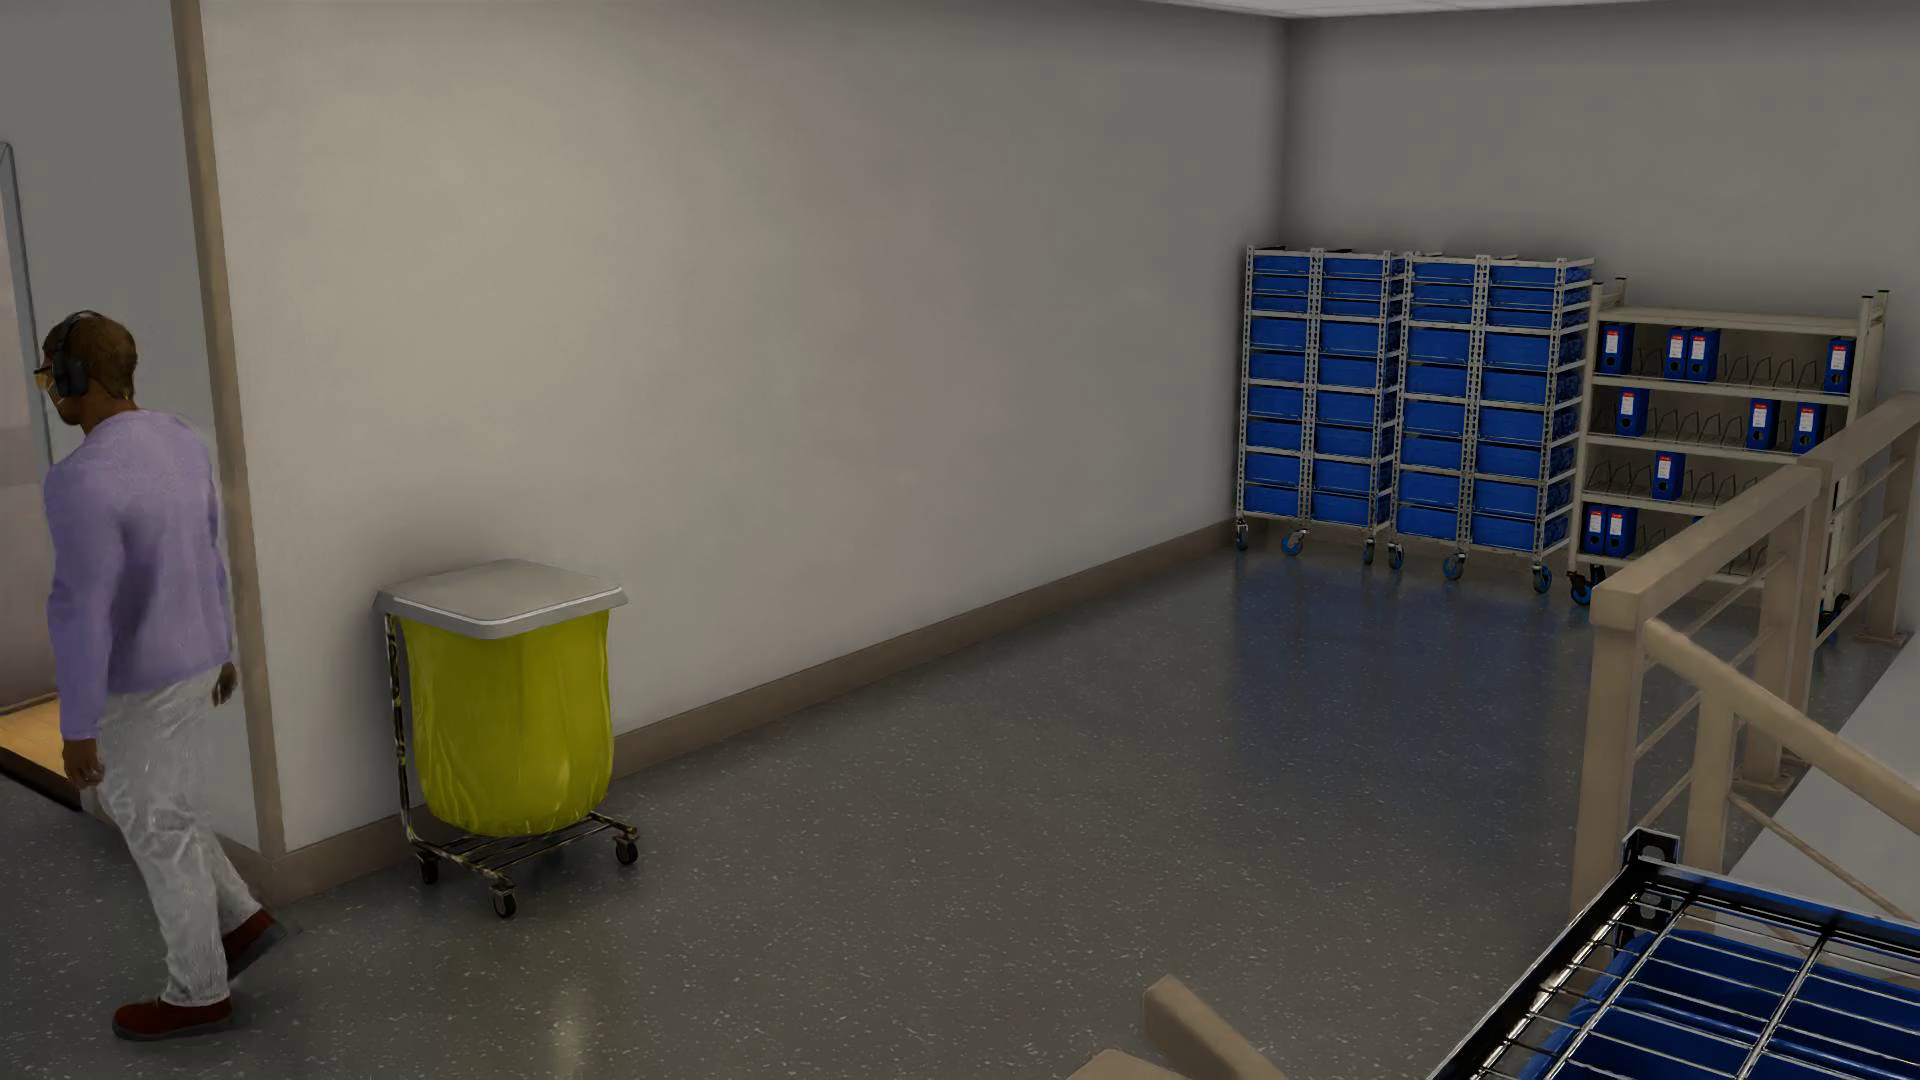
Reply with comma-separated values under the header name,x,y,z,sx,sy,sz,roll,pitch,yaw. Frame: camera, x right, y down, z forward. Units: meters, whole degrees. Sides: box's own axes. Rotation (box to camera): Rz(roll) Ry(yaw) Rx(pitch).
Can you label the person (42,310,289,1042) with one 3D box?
name,x,y,z,sx,sy,sz,roll,pitch,yaw
person,-2.132,0.374,4.318,0.438,1.916,0.728,0,13,-2
